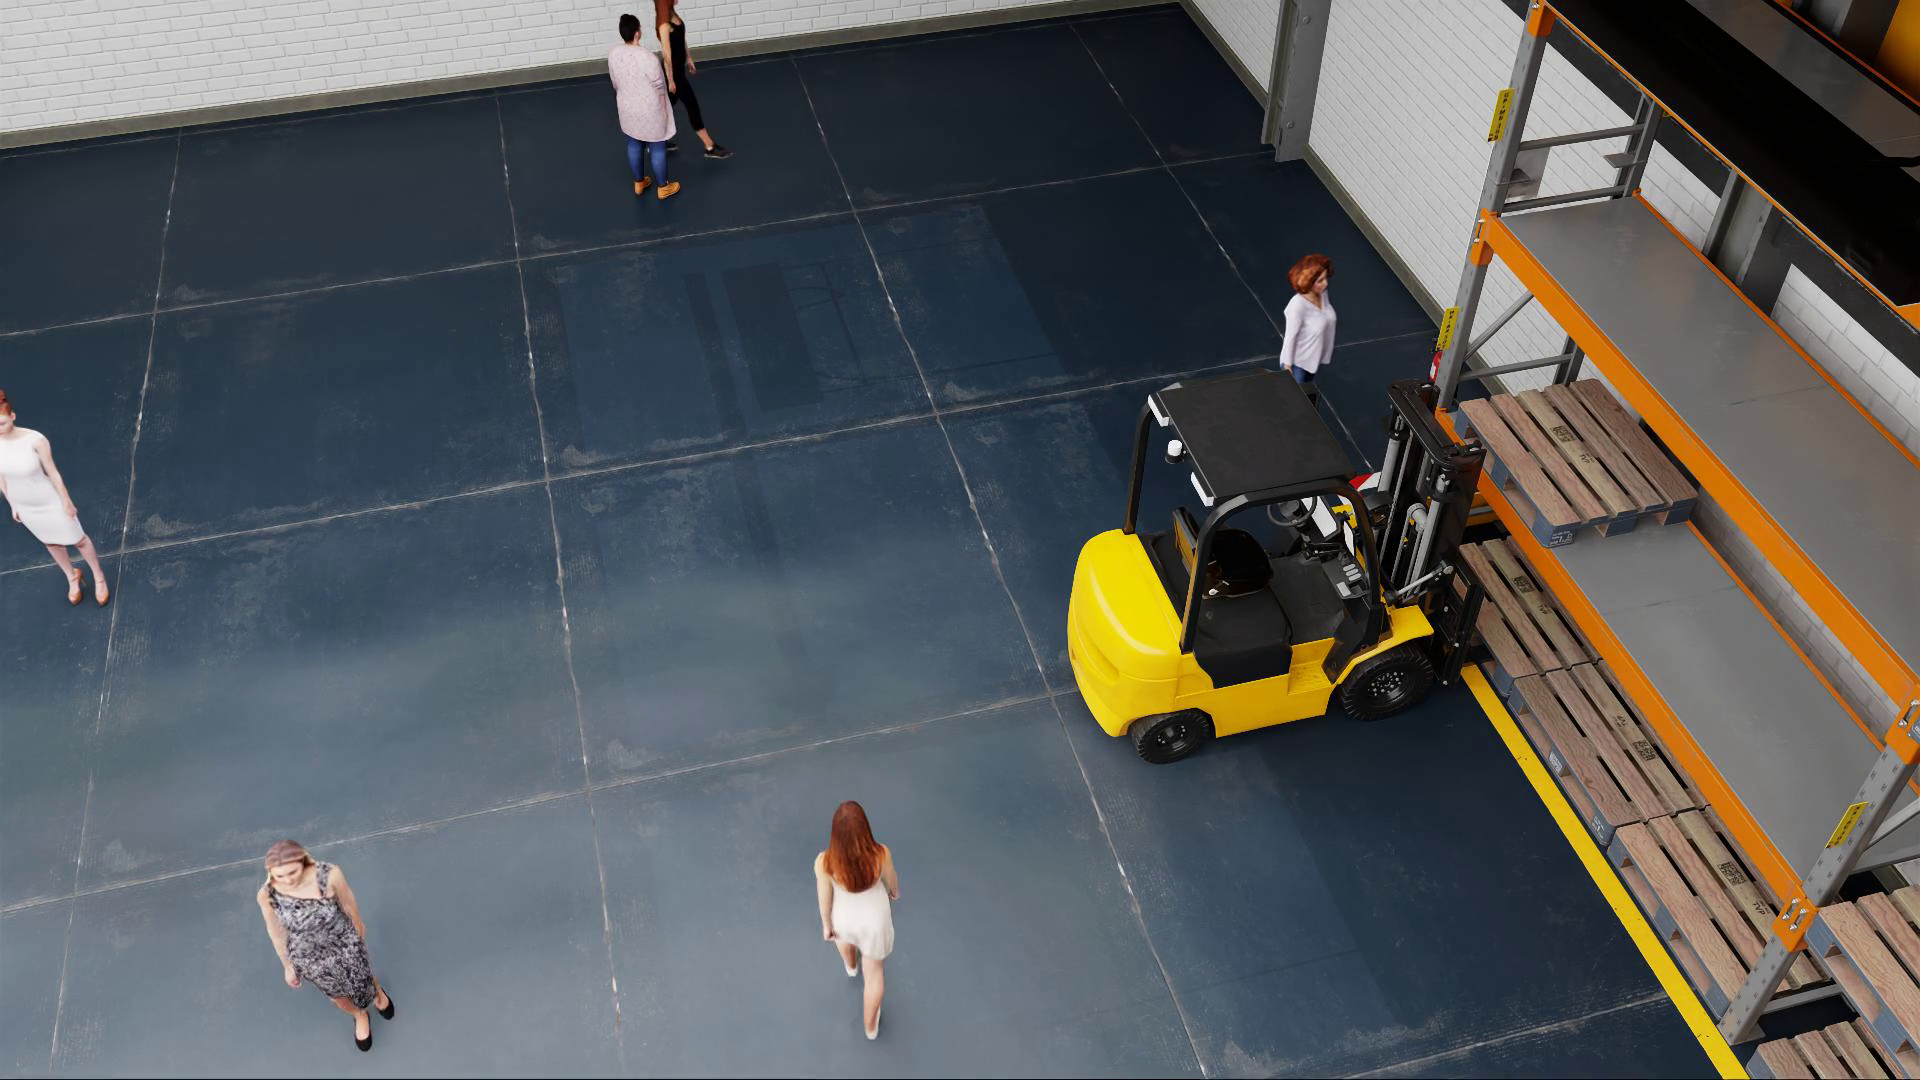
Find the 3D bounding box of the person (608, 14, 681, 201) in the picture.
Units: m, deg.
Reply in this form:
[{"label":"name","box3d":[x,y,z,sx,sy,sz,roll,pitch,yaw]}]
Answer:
[{"label":"person","box3d":[-2.816,-3.838,14.707,0.797,1.743,0.833,16,46,16]}]

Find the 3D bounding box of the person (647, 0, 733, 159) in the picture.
[{"label":"person","box3d":[-2.678,-4.271,15.202,0.818,1.686,1.043,0,44,0]}]

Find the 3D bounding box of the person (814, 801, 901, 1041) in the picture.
[{"label":"person","box3d":[-0.520,2.019,8.600,0.698,1.685,0.926,1,44,1]}]

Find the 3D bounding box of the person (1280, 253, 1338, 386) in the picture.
[{"label":"person","box3d":[2.464,-1.339,12.104,0.785,1.713,0.752,31,52,28]}]

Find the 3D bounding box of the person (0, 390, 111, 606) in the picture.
[{"label":"person","box3d":[-6.006,-0.256,10.909,0.594,1.794,0.551,-2,44,-2]}]

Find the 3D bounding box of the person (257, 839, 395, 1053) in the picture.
[{"label":"person","box3d":[-3.282,2.026,8.590,0.573,1.690,0.621,-13,45,-13]}]
